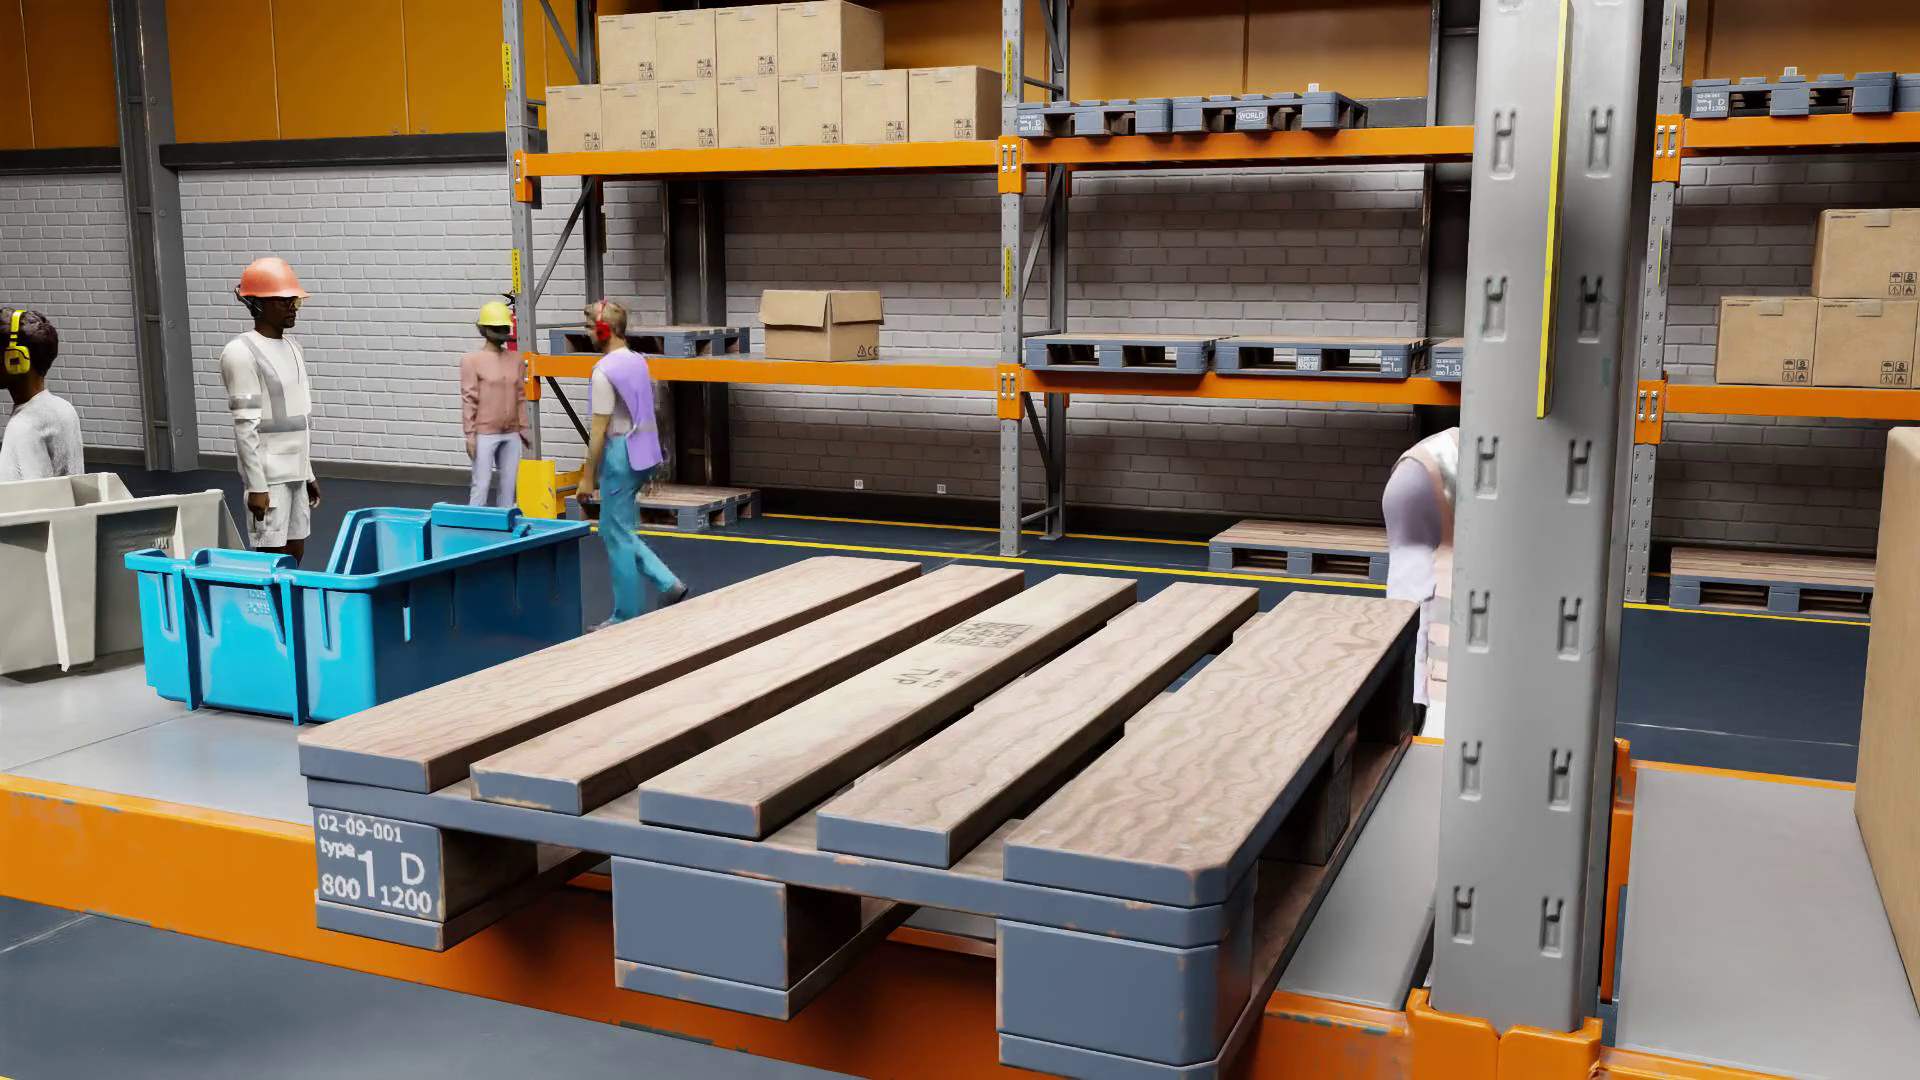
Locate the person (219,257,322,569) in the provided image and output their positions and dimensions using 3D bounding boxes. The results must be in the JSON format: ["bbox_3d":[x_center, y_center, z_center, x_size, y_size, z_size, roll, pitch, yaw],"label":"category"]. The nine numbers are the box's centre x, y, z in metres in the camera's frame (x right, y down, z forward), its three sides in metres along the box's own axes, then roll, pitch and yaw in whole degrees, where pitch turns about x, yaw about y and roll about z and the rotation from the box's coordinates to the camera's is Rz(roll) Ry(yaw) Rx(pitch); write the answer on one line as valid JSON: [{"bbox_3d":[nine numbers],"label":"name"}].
[{"bbox_3d":[-3.262,-0.324,8.010,0.376,2.044,0.607,0,9,2],"label":"person"}]

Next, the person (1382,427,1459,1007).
[{"bbox_3d":[1.411,0.385,4.383,0.622,1.838,0.430,-3,10,-16],"label":"person"}]

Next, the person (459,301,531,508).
[{"bbox_3d":[-3.109,-0.716,11.185,0.326,1.767,0.533,7,12,35],"label":"person"}]

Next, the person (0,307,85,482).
[{"bbox_3d":[-3.182,0.138,5.759,0.328,1.872,0.511,-3,10,-19],"label":"person"}]

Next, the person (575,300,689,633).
[{"bbox_3d":[-1.816,-0.375,8.976,0.472,1.824,0.562,1,10,5],"label":"person"}]
